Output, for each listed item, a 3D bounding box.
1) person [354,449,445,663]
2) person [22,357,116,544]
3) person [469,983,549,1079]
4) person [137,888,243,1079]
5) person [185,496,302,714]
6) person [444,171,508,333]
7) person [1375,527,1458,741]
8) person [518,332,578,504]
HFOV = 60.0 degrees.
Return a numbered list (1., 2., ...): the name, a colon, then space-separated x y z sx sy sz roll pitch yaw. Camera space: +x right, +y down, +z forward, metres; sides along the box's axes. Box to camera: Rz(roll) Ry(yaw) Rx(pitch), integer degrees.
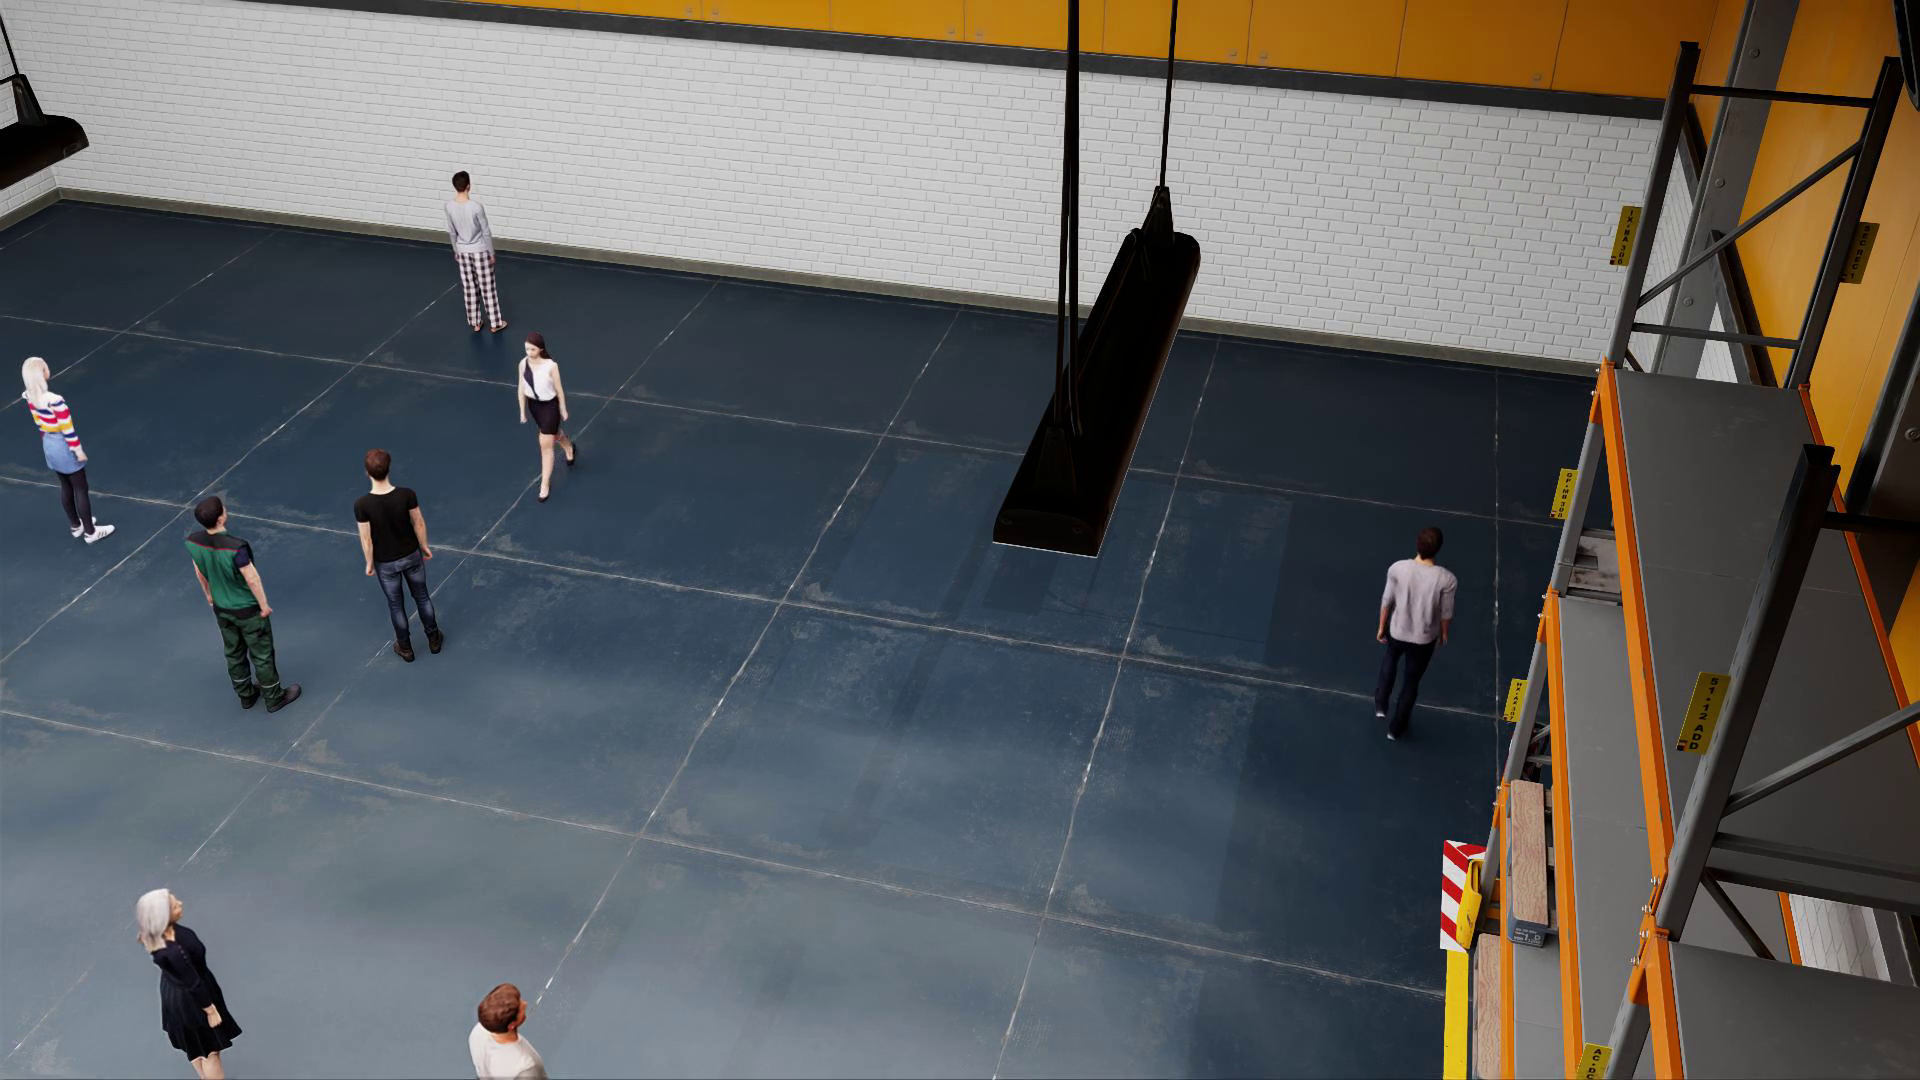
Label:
1. person: -4.511 0.129 13.345 0.758 1.896 0.814 -17 37 -24
2. person: -8.019 -0.809 14.836 0.698 1.809 0.621 19 38 26
3. person: -2.342 3.082 8.897 0.755 1.903 0.730 25 41 33
4. person: -4.452 2.673 9.654 0.697 1.746 0.714 27 42 35
5. person: -5.561 0.489 12.800 0.677 1.900 0.542 9 35 13
6. person: -5.368 -3.173 18.358 0.644 1.847 0.563 5 34 7
7. person: 3.367 0.742 12.484 0.744 1.830 0.761 18 38 25
8. person: -3.873 -1.236 15.659 0.598 1.609 1.084 7 34 10
